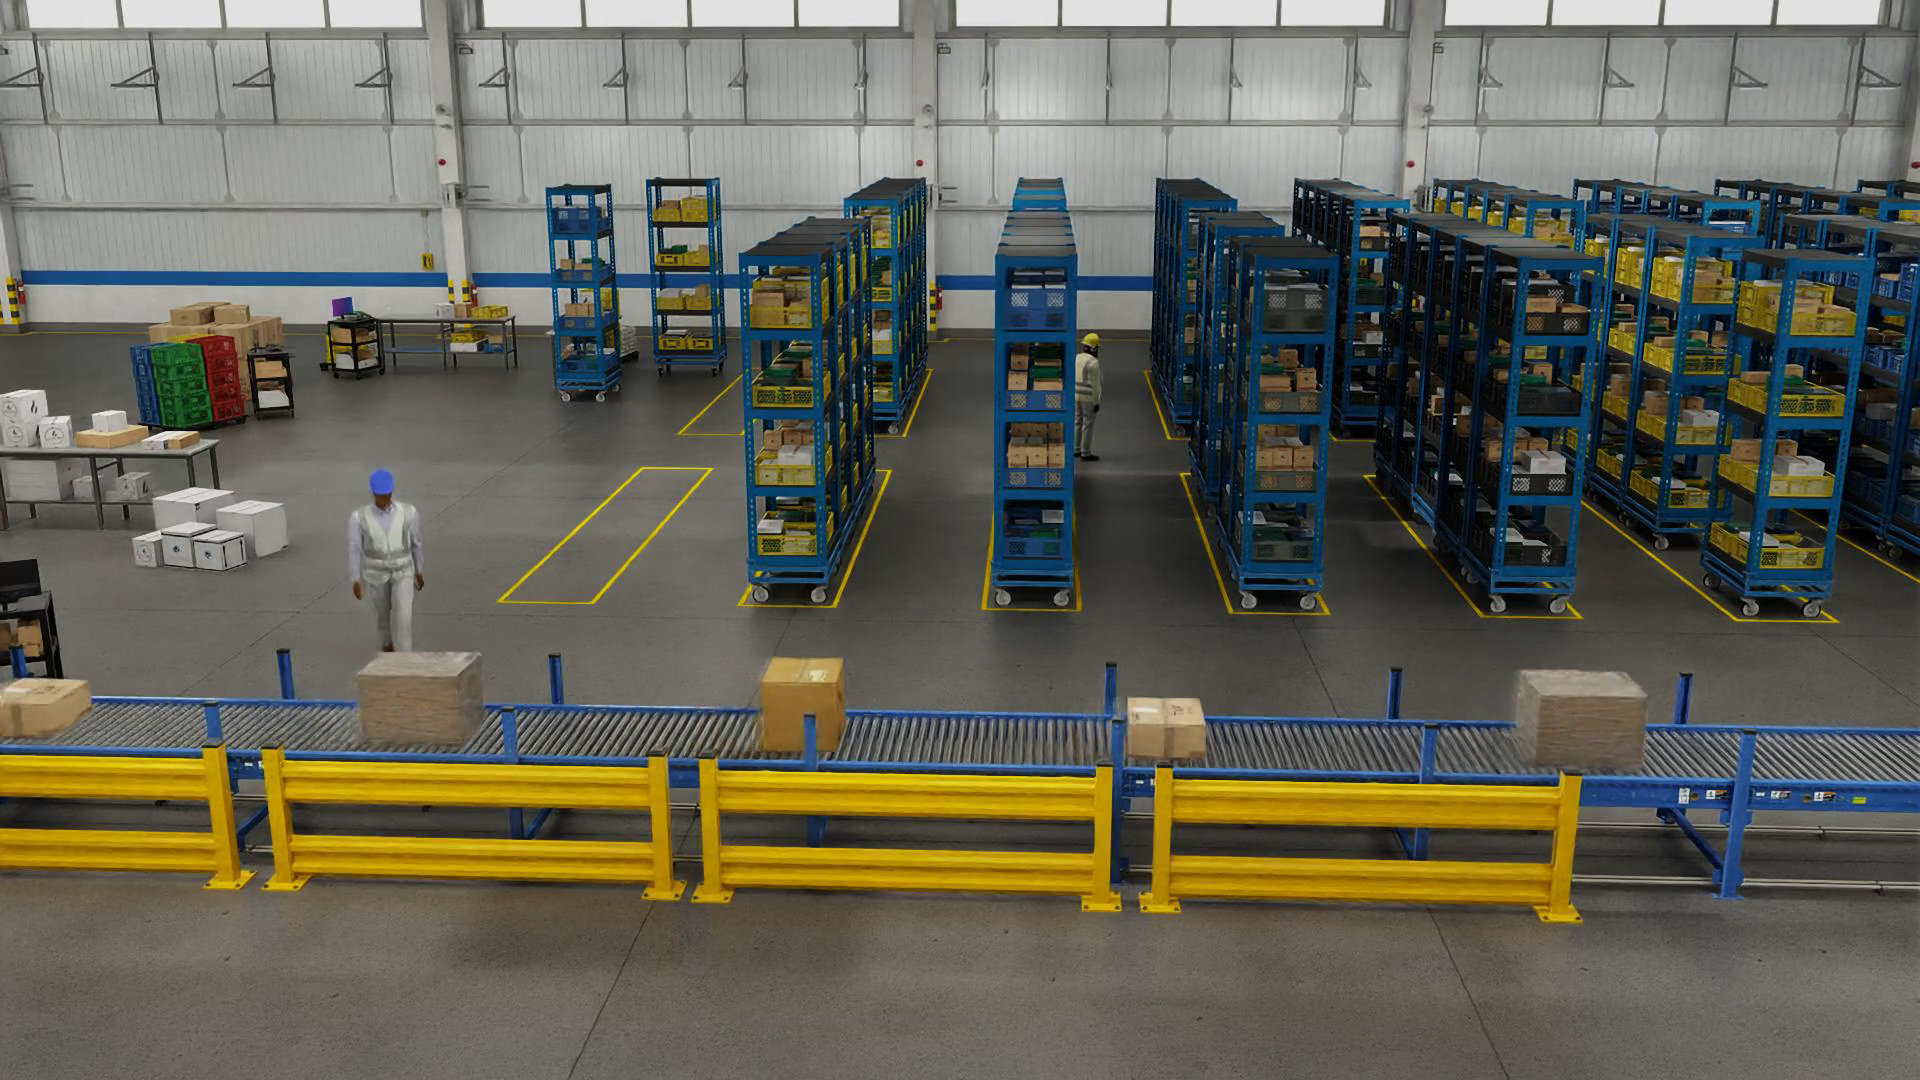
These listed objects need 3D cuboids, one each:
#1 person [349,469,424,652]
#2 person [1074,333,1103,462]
[{"bbox_3d":[-5.137,0.273,14.912,0.633,1.916,0.952,-6,16,-20],"label":"person"},{"bbox_3d":[1.819,-2.024,23.632,0.422,1.815,0.595,-8,17,-26],"label":"person"}]
